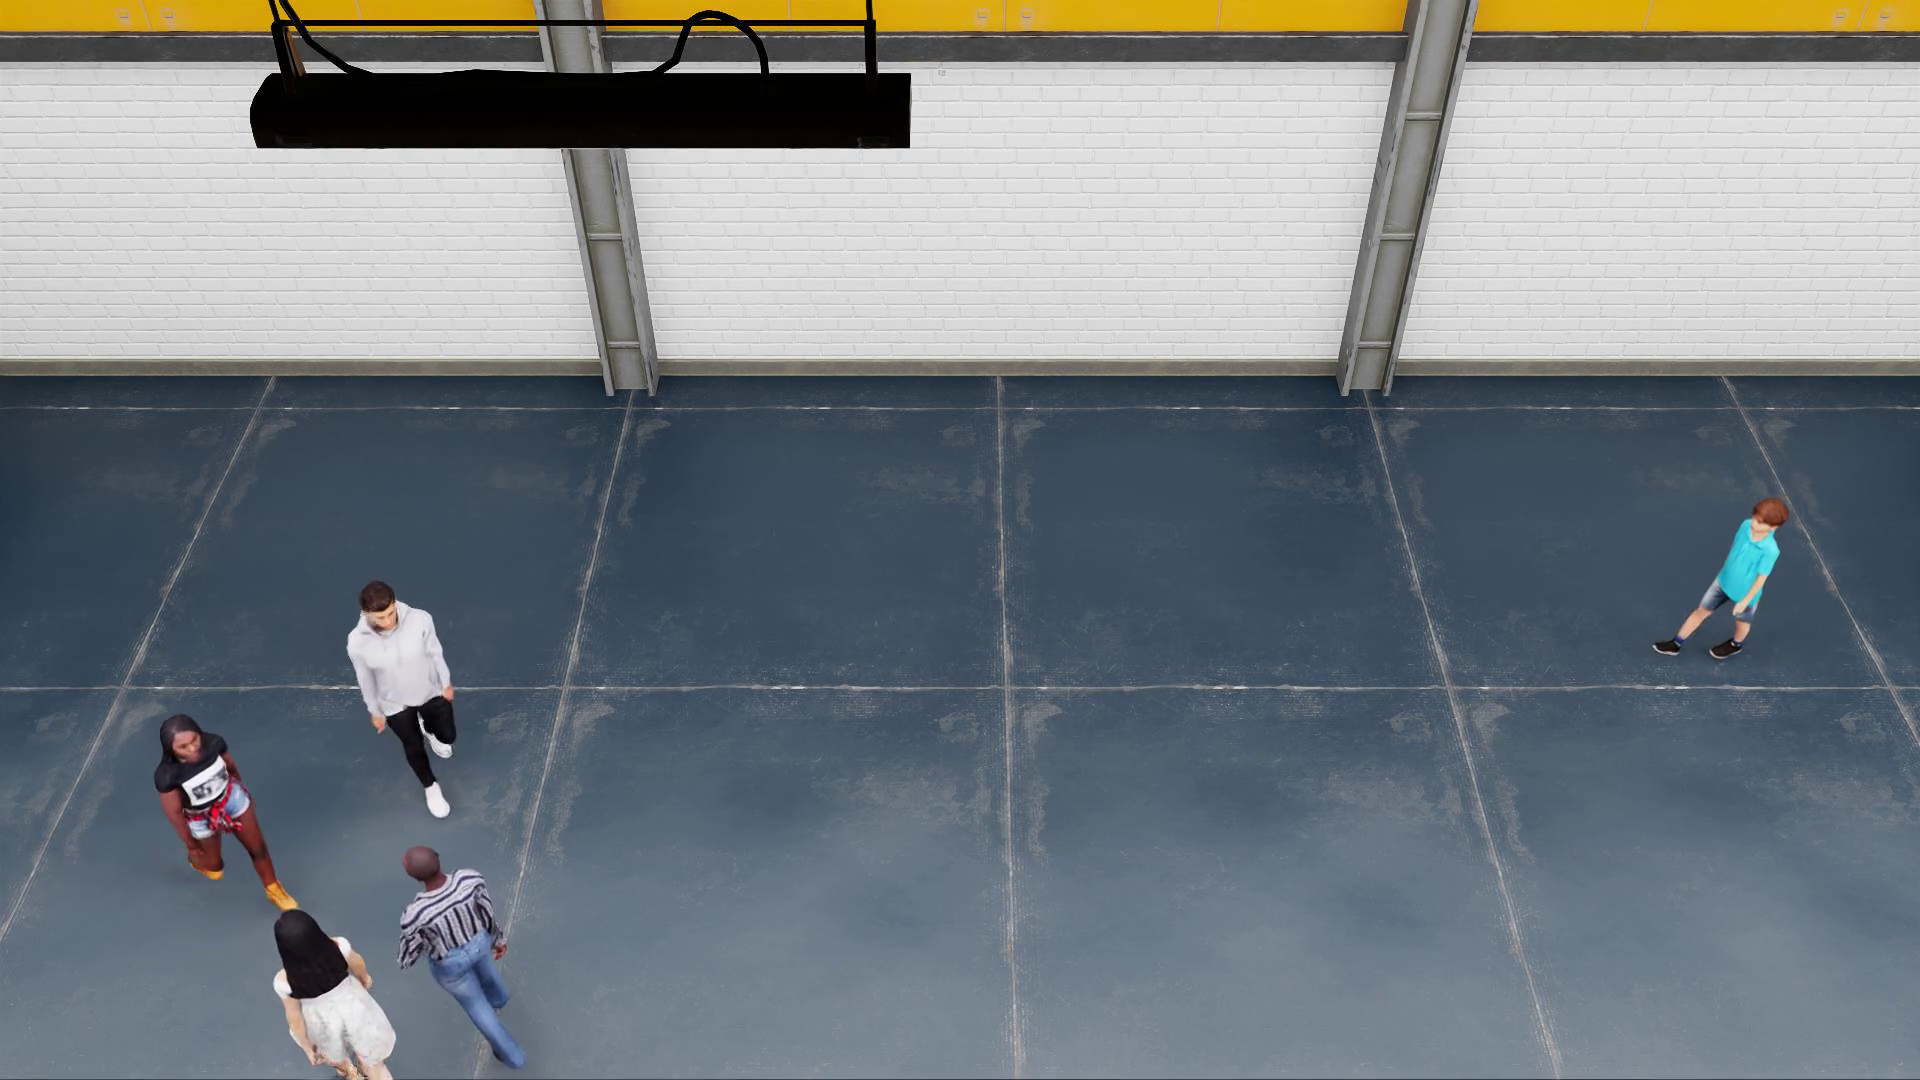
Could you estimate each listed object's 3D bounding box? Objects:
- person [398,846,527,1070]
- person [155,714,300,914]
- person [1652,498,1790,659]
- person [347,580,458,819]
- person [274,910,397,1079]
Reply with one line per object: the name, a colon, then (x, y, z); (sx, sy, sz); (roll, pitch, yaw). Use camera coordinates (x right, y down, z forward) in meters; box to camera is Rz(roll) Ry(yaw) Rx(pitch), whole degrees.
person: (-2.558, 2.235, 8.712); (1.008, 1.762, 0.921); (32, 52, 29)
person: (-4.291, 1.541, 9.483); (1.063, 1.705, 0.932); (23, 48, 22)
person: (5.235, 0.280, 11.024); (0.924, 1.405, 0.708); (-13, 45, -13)
person: (-3.362, 0.859, 10.051); (0.959, 1.908, 0.978); (-22, 48, -21)
person: (-3.097, 2.516, 8.428); (0.956, 1.748, 0.964); (-25, 49, -24)
